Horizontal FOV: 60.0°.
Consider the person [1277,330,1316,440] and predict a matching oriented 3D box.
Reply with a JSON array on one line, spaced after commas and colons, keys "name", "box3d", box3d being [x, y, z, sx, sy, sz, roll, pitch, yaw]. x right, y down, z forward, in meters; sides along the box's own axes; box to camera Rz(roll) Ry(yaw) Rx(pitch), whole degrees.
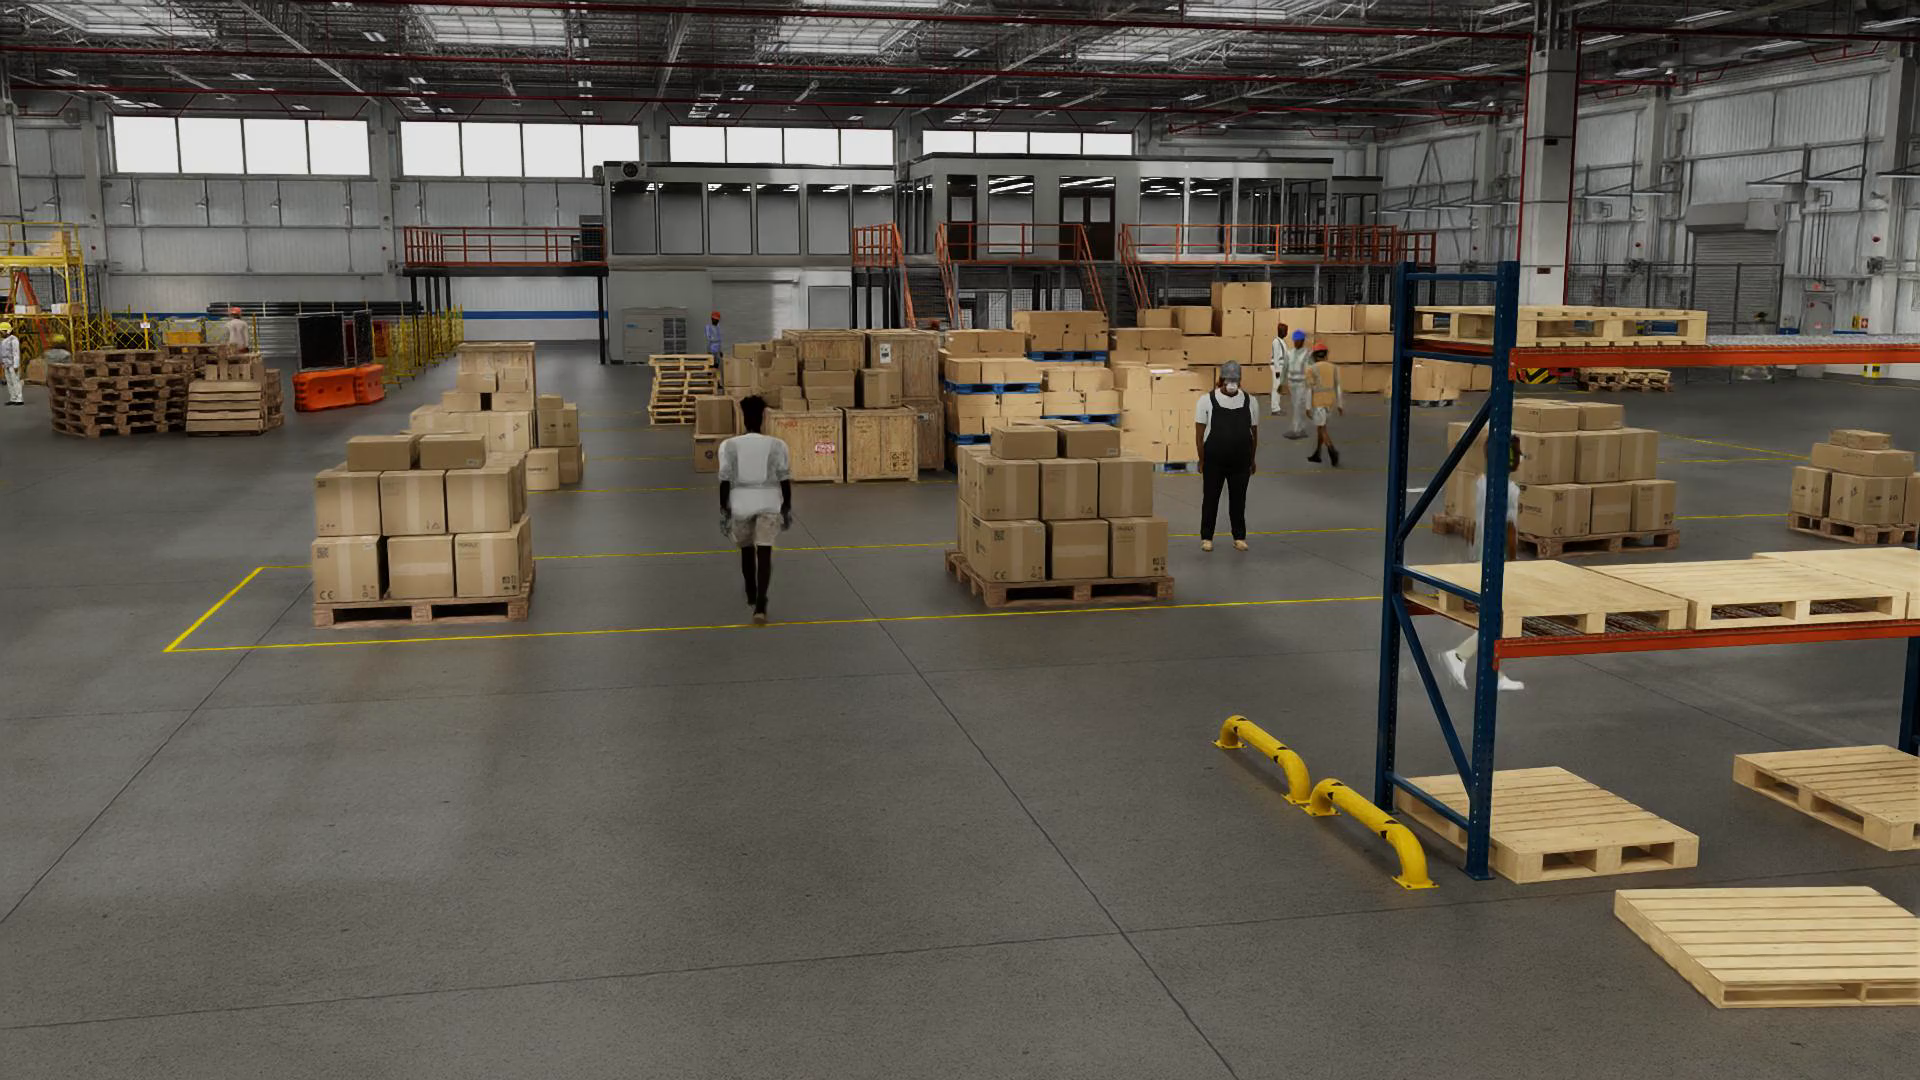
[{"name": "person", "box3d": [5.830, -2.699, 29.039, 0.941, 1.903, 0.634, -7, 12, -38]}]

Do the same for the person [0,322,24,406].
[{"name": "person", "box3d": [-20.594, -3.806, 36.051, 0.595, 1.824, 0.404, 6, 11, 33]}]

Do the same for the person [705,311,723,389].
[{"name": "person", "box3d": [-6.038, -4.679, 41.045, 0.375, 1.927, 0.543, 5, 11, 28]}]

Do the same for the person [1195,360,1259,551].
[{"name": "person", "box3d": [2.843, -0.891, 17.605, 0.684, 2.000, 0.538, -1, 9, -5]}]

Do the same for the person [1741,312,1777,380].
[{"name": "person", "box3d": [21.231, -5.126, 44.099, 0.548, 1.815, 0.965, -8, 12, -40]}]

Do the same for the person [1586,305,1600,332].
[{"name": "person", "box3d": [19.818, -6.394, 51.818, 0.624, 1.821, 0.642, -3, 10, -20]}]

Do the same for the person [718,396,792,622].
[{"name": "person", "box3d": [-1.754, -0.276, 14.264, 0.611, 1.919, 1.032, -1, 9, -4]}]

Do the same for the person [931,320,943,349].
[{"name": "person", "box3d": [-0.554, -3.847, 36.152, 0.408, 1.873, 0.593, 9, 13, 43]}]

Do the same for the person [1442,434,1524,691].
[{"name": "person", "box3d": [3.721, 0.177, 11.664, 0.582, 1.858, 0.538, -2, 9, -11]}]

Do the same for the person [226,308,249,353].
[{"name": "person", "box3d": [-18.530, -4.999, 42.873, 0.642, 1.952, 0.933, 1, 9, 7]}]

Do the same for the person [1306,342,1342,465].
[{"name": "person", "box3d": [5.577, -2.071, 25.321, 0.613, 1.879, 0.908, -3, 10, -20]}]

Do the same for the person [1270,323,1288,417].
[{"name": "person", "box3d": [6.465, -3.441, 33.622, 0.356, 1.887, 0.572, 3, 10, 20]}]

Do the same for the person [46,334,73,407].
[{"name": "person", "box3d": [-17.219, -3.082, 31.954, 0.508, 1.711, 0.769, 0, 9, 2]}]
